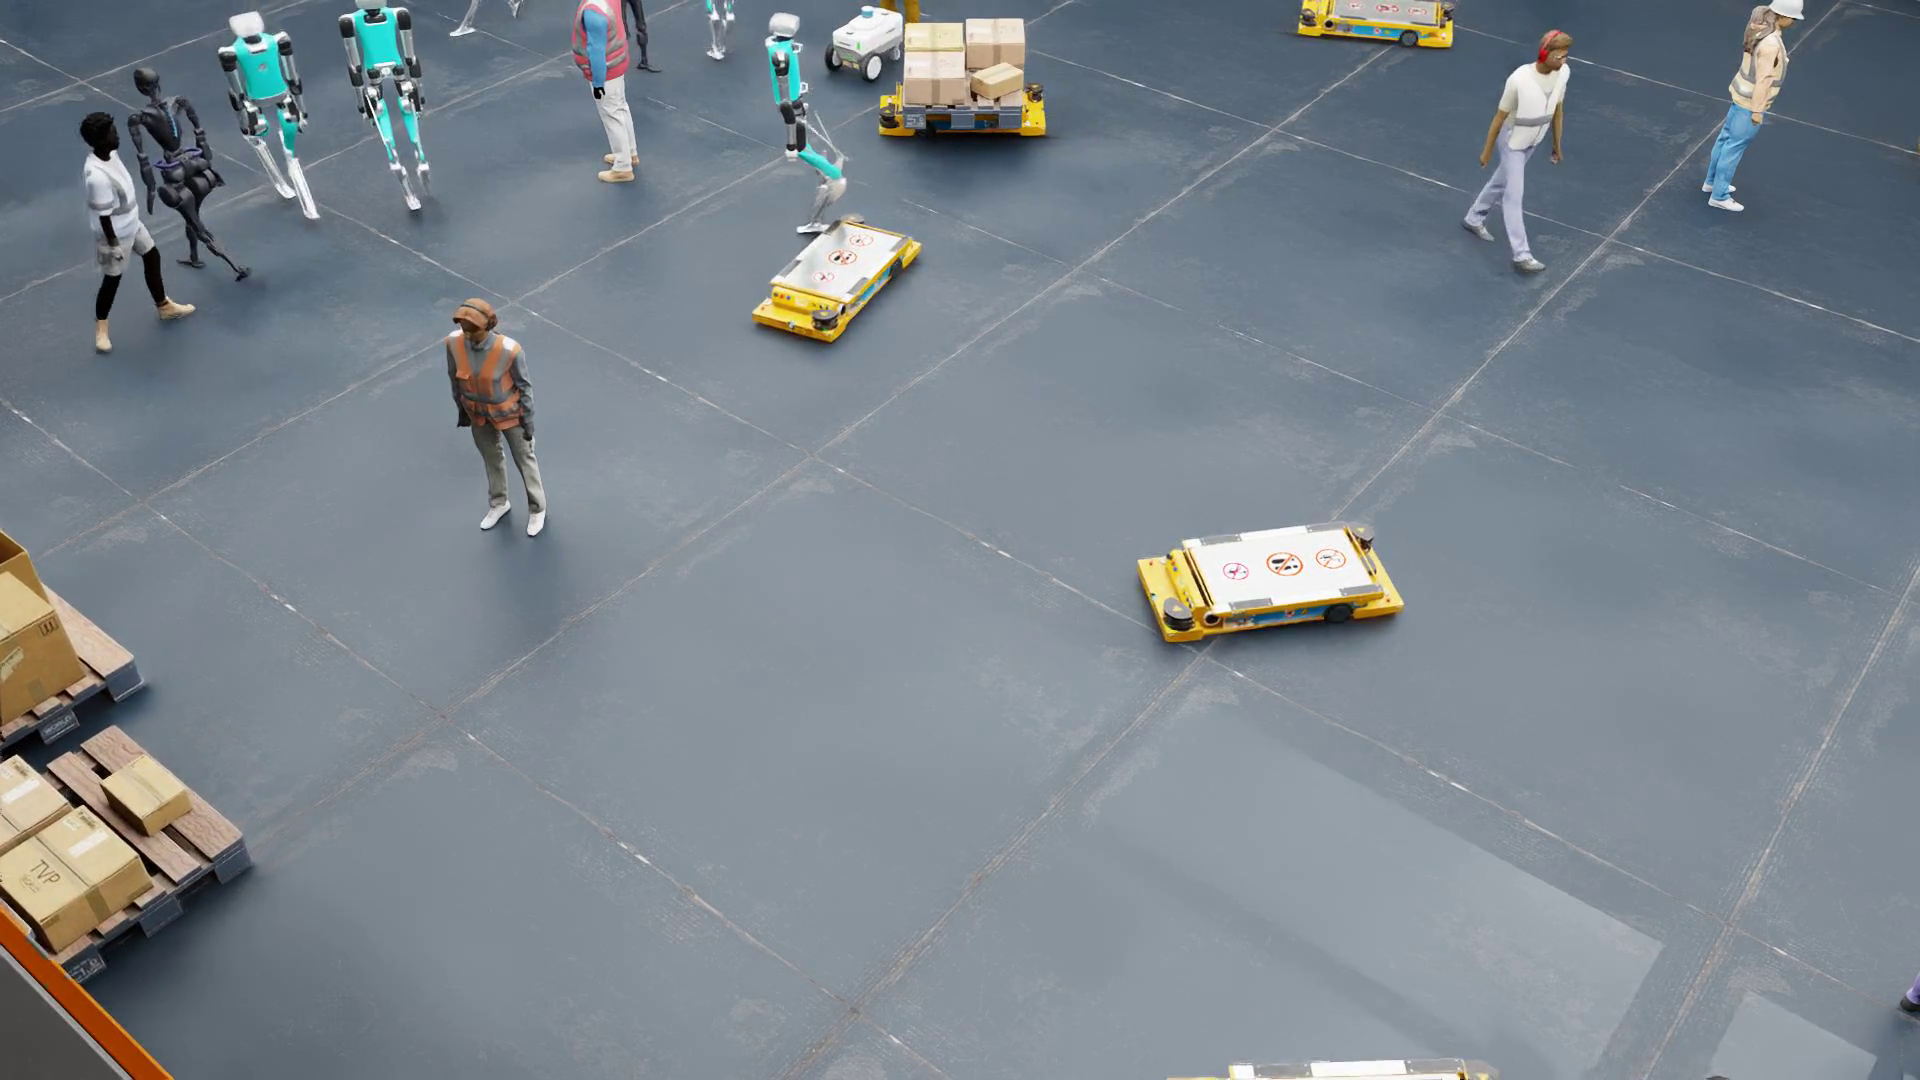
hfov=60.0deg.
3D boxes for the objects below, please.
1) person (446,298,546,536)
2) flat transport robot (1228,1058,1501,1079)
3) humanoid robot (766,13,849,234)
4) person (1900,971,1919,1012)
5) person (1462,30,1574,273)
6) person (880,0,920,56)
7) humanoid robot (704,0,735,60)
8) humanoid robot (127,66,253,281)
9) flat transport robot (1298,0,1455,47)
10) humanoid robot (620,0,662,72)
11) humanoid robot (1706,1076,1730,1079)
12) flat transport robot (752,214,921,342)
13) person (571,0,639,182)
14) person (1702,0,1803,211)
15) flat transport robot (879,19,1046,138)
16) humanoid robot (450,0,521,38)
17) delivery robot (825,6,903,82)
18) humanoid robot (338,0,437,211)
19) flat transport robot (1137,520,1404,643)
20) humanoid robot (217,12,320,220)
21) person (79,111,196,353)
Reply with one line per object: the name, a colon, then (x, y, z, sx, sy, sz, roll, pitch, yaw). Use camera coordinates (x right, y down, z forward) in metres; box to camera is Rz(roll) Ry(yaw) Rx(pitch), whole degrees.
person: (-2.752, -0.736, 9.884, 0.513, 1.639, 0.310, 9, 41, 11)
flat transport robot: (1.629, 2.565, 7.061, 1.431, 0.231, 0.659, -1, 40, -2)
humanoid robot: (-1.087, -3.075, 12.595, 0.674, 1.845, 0.539, -2, 40, -2)
person: (4.493, 1.534, 7.053, 0.390, 1.849, 0.564, -6, 41, -7)
person: (4.202, -2.914, 12.333, 0.568, 1.790, 0.919, -24, 46, -26)
person: (-0.589, -5.290, 15.155, 0.536, 1.751, 0.339, 19, 44, 21)
humanoid robot: (-2.232, -5.174, 15.037, 0.531, 1.796, 0.737, -20, 44, -22)
humanoid robot: (-5.674, -2.642, 12.165, 0.769, 1.641, 0.615, 22, 45, 24)
flat transport robot: (3.998, -4.999, 15.959, 1.431, 0.231, 0.659, 9, 41, 10)
humanoid robot: (-3.023, -4.992, 14.867, 0.548, 1.647, 0.609, 21, 45, 23)
humanoid robot: (2.536, 2.441, 6.140, 0.607, 1.632, 0.630, -21, 45, -23)
flat transport robot: (-0.902, -1.971, 12.397, 0.659, 0.231, 1.431, 17, 43, 19)
person: (-2.859, -3.773, 13.315, 0.431, 1.836, 0.628, 0, 40, 0)
person: (6.170, -3.438, 13.000, 0.376, 1.724, 0.486, 7, 41, 8)
flat transport robot: (0.017, -3.749, 14.488, 1.431, 0.231, 0.659, 0, 40, 0)
humanoid robot: (-4.569, -5.629, 15.602, 0.888, 1.821, 0.558, -23, 46, -25)
delivery robot: (-0.856, -4.590, 15.250, 0.524, 0.587, 0.737, 25, 46, 26)
humanoid robot: (-4.340, -3.288, 12.842, 0.551, 1.821, 0.726, -17, 43, -19)
flat transport robot: (1.822, 0.239, 9.796, 1.431, 0.231, 0.659, -7, 41, -8)
humanoid robot: (-5.356, -3.321, 12.837, 0.541, 1.692, 1.018, -24, 46, -25)
person: (-5.927, -2.149, 11.532, 0.643, 1.663, 0.590, -6, 41, -7)
